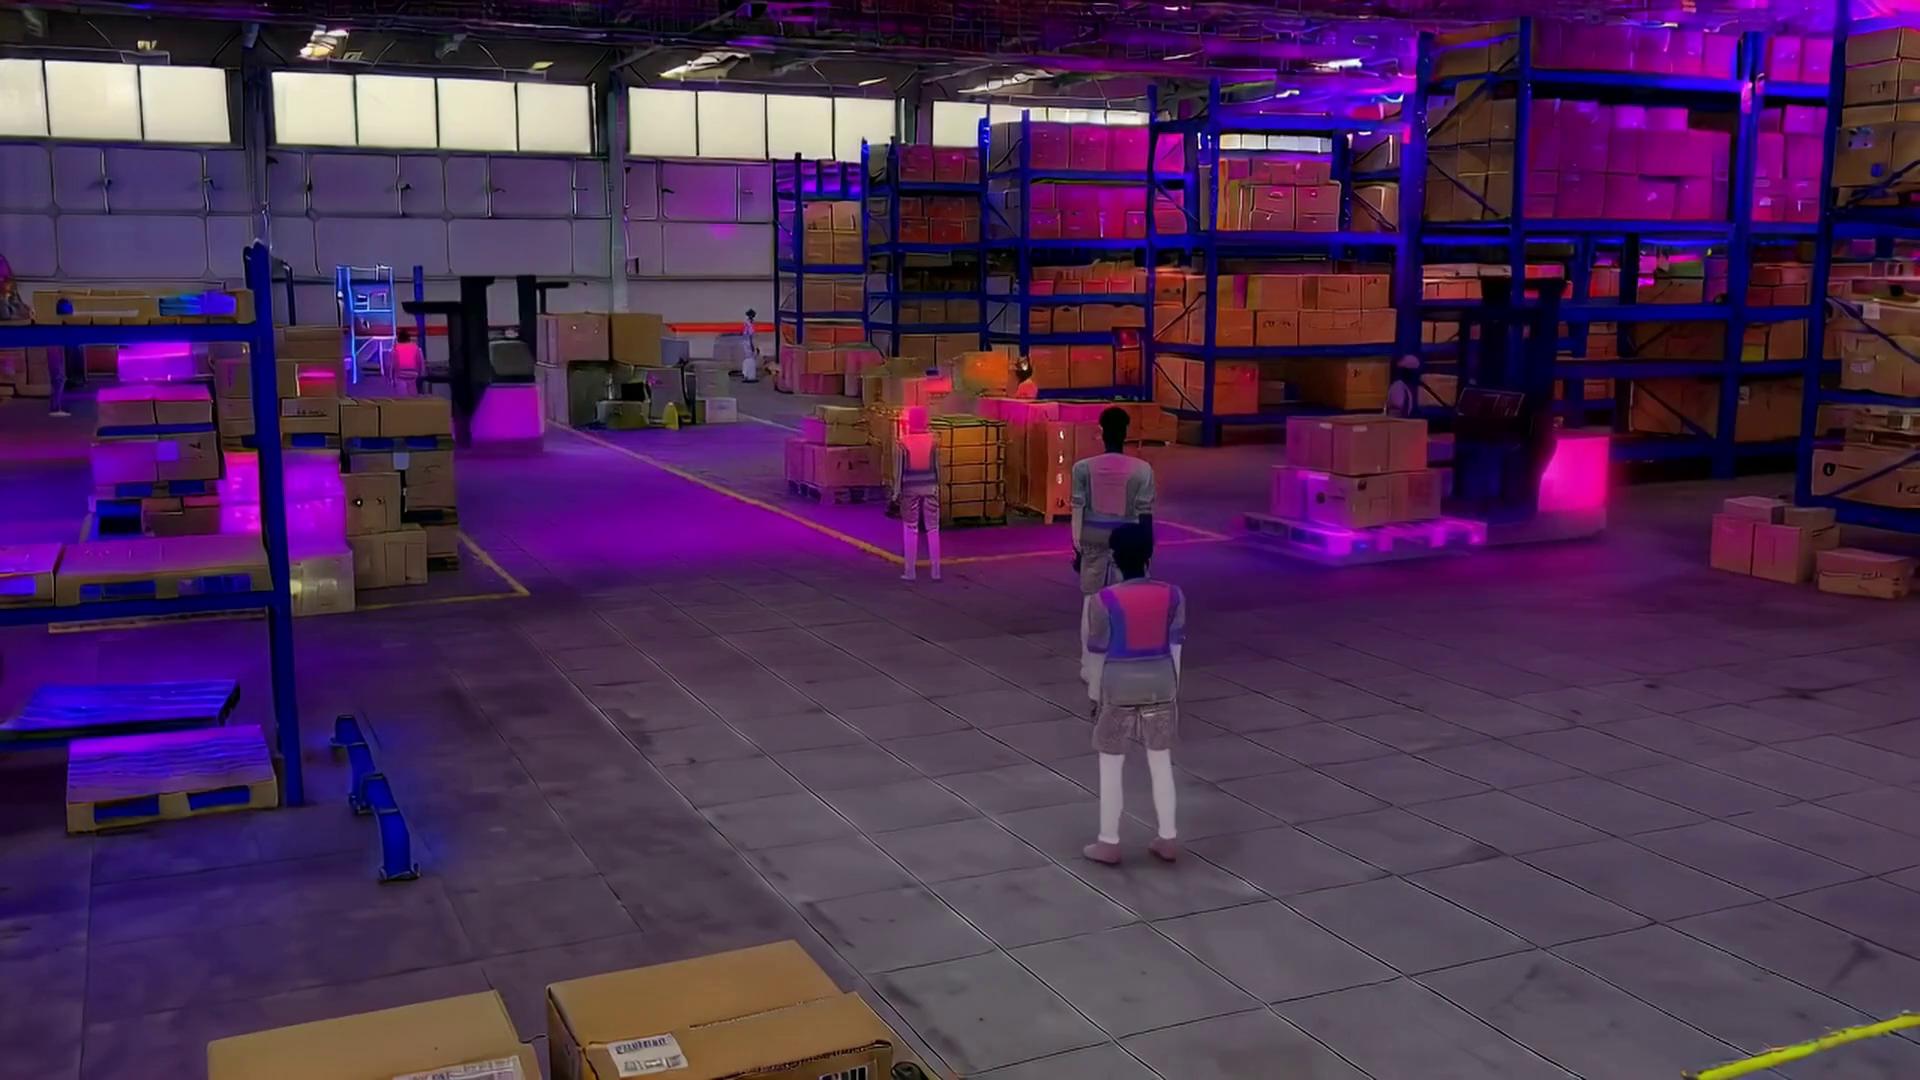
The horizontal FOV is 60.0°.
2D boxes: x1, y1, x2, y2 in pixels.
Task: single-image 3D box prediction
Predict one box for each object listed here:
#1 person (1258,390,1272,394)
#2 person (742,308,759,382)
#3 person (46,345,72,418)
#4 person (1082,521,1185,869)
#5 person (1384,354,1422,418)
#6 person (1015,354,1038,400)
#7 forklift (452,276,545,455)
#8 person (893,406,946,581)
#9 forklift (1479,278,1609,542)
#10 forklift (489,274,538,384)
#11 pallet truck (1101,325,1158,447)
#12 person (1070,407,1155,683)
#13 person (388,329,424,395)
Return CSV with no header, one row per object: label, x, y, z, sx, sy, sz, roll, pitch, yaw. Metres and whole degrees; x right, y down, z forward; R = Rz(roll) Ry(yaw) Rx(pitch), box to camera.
person,7.258,-4.326,39.615,0.324,1.688,0.530,9,12,43
person,-5.544,-5.152,43.967,0.377,1.936,0.549,-5,10,-29
person,-17.974,-3.397,33.138,0.373,1.932,0.623,-2,9,-15
person,0.857,0.753,8.130,0.529,1.684,0.341,-3,10,-19
person,5.252,-1.322,20.331,0.712,1.904,0.565,3,10,18
person,0.804,-1.378,20.781,0.324,1.866,0.526,-3,10,-17
forklift,-7.592,-2.763,26.228,1.873,2.768,1.129,-2,9,-10
person,-0.381,-0.429,15.586,0.522,1.638,0.310,-3,10,-19
forklift,6.108,-1.474,18.232,1.873,2.768,1.129,-4,10,-25
forklift,-11.063,-5.390,42.530,1.873,2.768,1.129,-4,10,-25
pallet truck,2.881,-2.596,27.923,0.823,1.965,1.885,-1,9,-7
person,1.066,0.045,11.675,0.604,1.957,0.387,3,10,16
person,-10.403,-3.035,31.196,0.660,1.817,0.788,-5,10,-27
